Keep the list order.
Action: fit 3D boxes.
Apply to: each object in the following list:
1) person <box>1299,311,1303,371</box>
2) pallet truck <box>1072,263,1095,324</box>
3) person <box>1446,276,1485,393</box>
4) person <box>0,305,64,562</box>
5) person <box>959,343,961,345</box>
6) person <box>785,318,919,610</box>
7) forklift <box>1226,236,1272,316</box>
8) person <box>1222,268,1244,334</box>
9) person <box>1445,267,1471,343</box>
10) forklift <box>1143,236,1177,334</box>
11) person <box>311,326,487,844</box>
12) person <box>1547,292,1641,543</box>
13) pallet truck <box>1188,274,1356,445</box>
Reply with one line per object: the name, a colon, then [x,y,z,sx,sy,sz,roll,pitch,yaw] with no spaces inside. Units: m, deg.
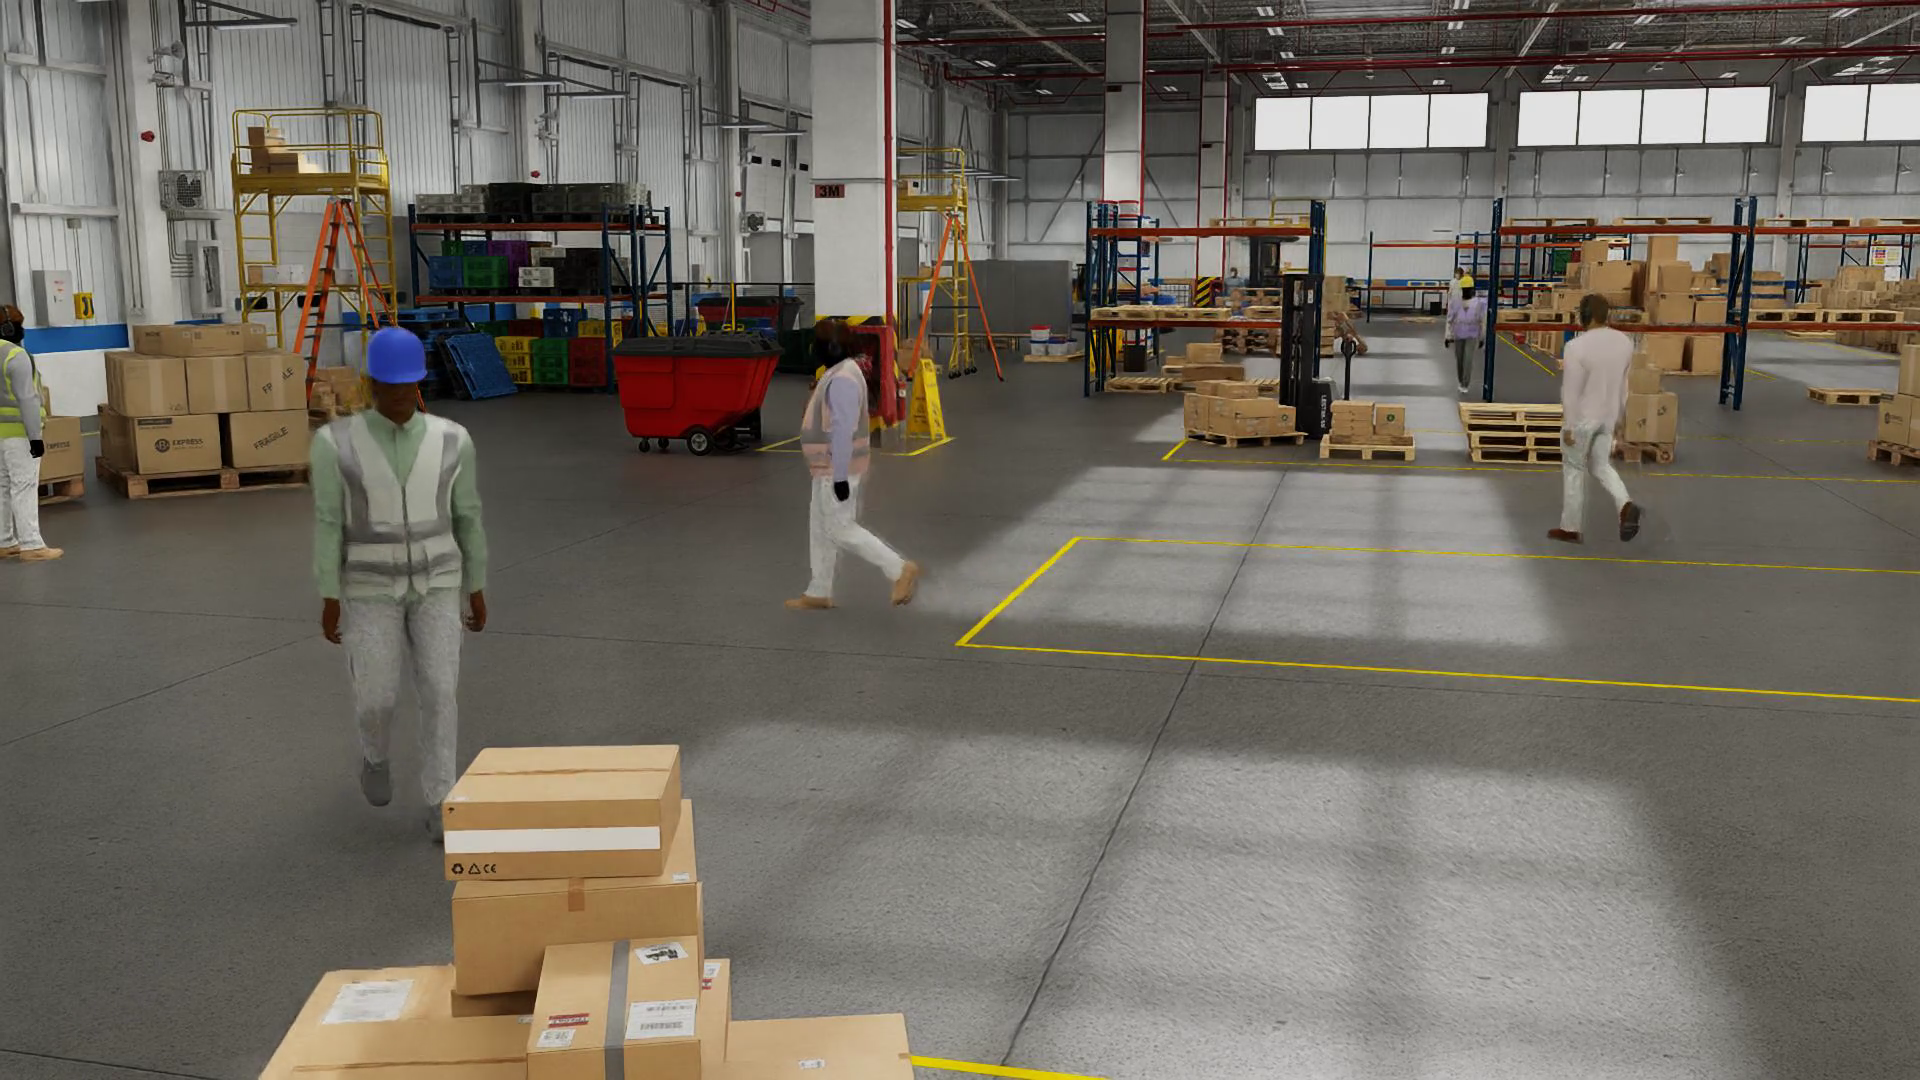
person: [6.740,-4.102,31.917,0.484,1.739,0.319,-8,13,-41]
pallet truck: [4.325,-8.180,55.162,0.823,1.965,1.885,6,11,31]
person: [8.207,-3.340,26.998,0.598,1.897,0.887,4,11,23]
person: [-6.787,-0.760,11.934,0.636,1.842,0.429,5,11,27]
person: [0.111,-5.836,41.598,0.545,1.924,0.547,4,11,24]
person: [-0.673,-0.441,10.155,0.744,1.825,0.633,-1,10,-7]
forklift: [9.027,-7.765,50.121,1.873,2.768,1.129,7,12,37]
person: [7.765,-6.814,47.424,0.659,1.889,0.989,3,10,19]
person: [12.693,-5.973,42.358,0.371,1.934,0.627,-9,13,-41]
forklift: [5.166,-7.243,47.052,1.873,2.768,1.129,2,10,14]
person: [-2.085,0.162,6.234,0.633,1.925,0.572,-6,11,-30]
person: [4.796,-0.897,12.513,0.639,1.923,0.703,-4,10,-20]
pallet truck: [3.653,-2.138,19.590,1.885,1.965,0.823,-4,10,-20]
